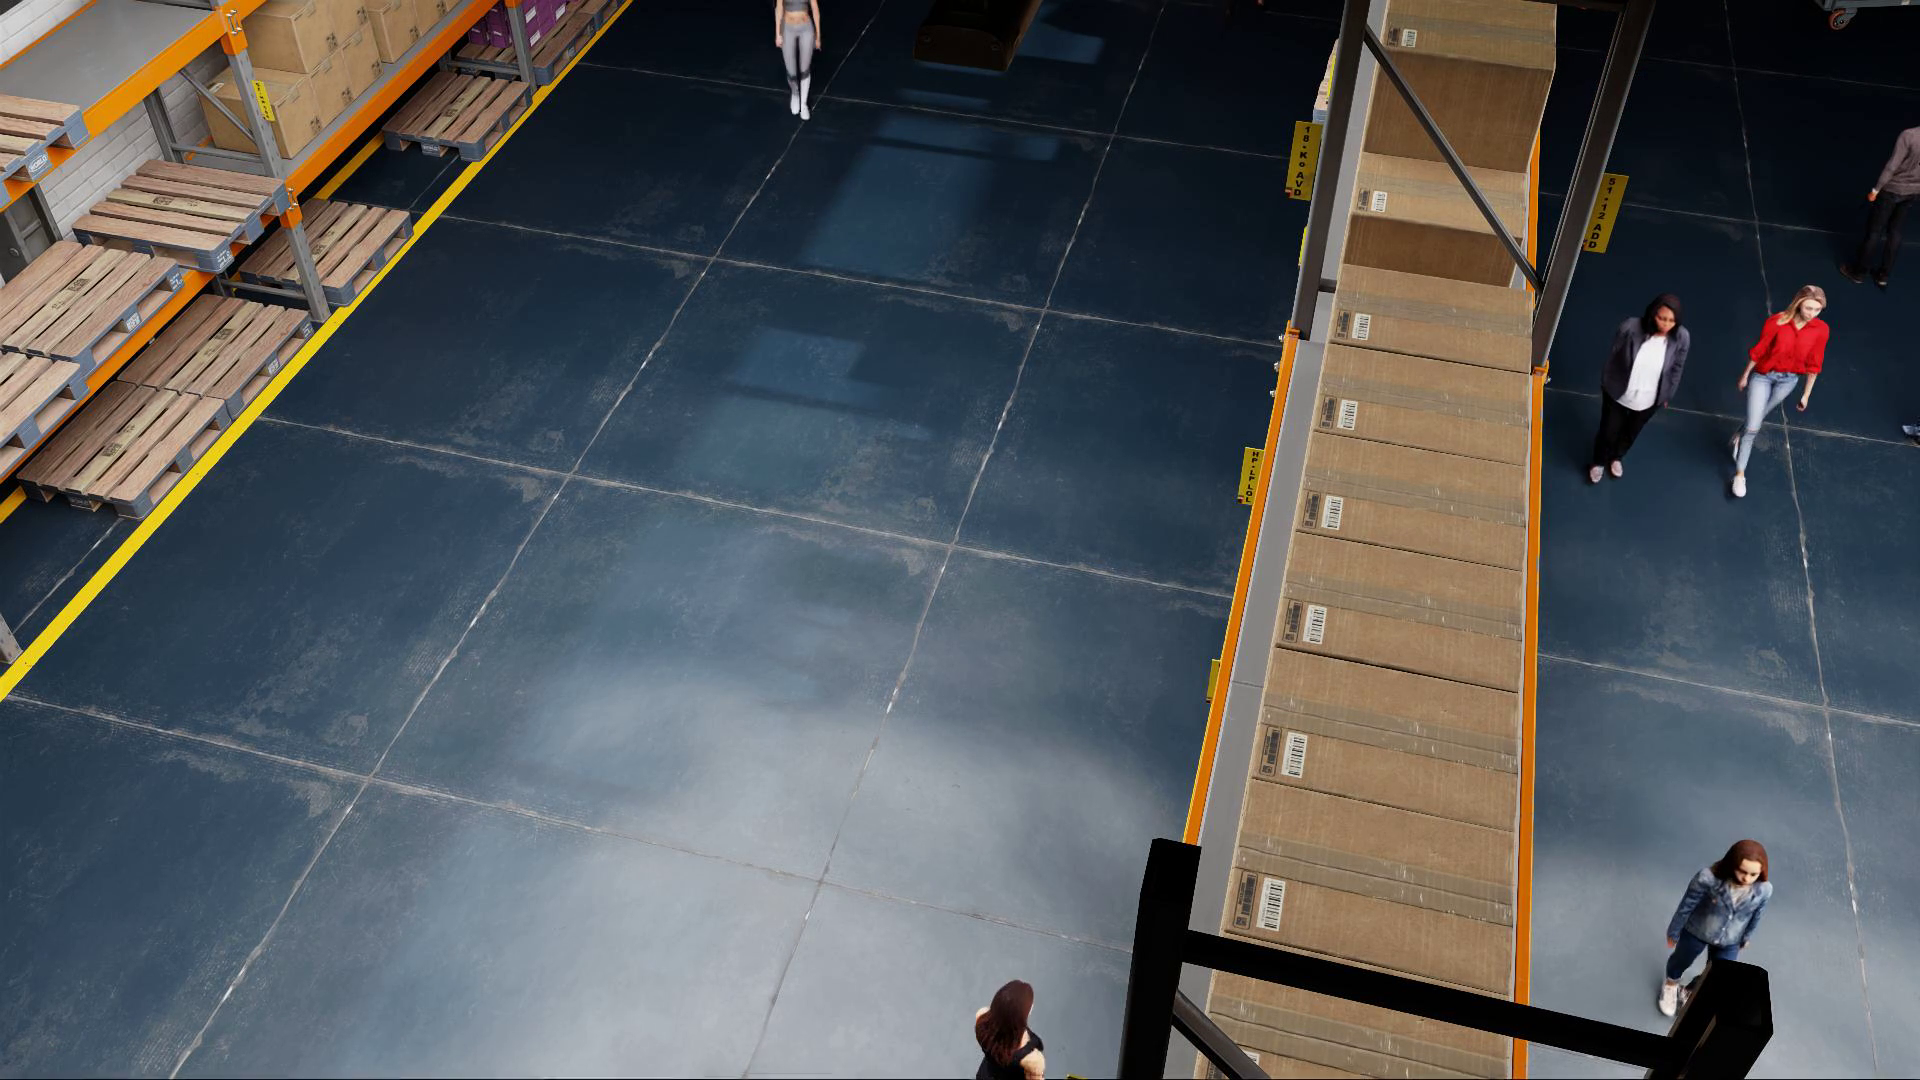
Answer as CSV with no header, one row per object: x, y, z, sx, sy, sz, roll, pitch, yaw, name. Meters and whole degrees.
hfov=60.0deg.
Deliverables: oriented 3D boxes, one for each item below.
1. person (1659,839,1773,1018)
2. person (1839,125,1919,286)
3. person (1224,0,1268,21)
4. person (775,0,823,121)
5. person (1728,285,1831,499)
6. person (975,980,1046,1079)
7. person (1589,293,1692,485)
4.009,2.030,8.889,0.596,1.468,0.534,8,44,9,person
7.854,-2.922,13.861,0.748,1.779,0.738,-2,44,-2,person
3.089,-6.199,17.392,0.814,1.653,1.071,28,50,26,person
-1.567,-4.896,15.992,0.694,1.698,0.719,-7,44,-7,person
5.923,-1.209,12.139,0.685,1.673,0.968,6,44,6,person
0.202,2.707,8.022,0.779,1.682,0.739,-34,53,-31,person
4.926,-1.145,12.136,0.692,1.584,0.659,8,44,8,person
